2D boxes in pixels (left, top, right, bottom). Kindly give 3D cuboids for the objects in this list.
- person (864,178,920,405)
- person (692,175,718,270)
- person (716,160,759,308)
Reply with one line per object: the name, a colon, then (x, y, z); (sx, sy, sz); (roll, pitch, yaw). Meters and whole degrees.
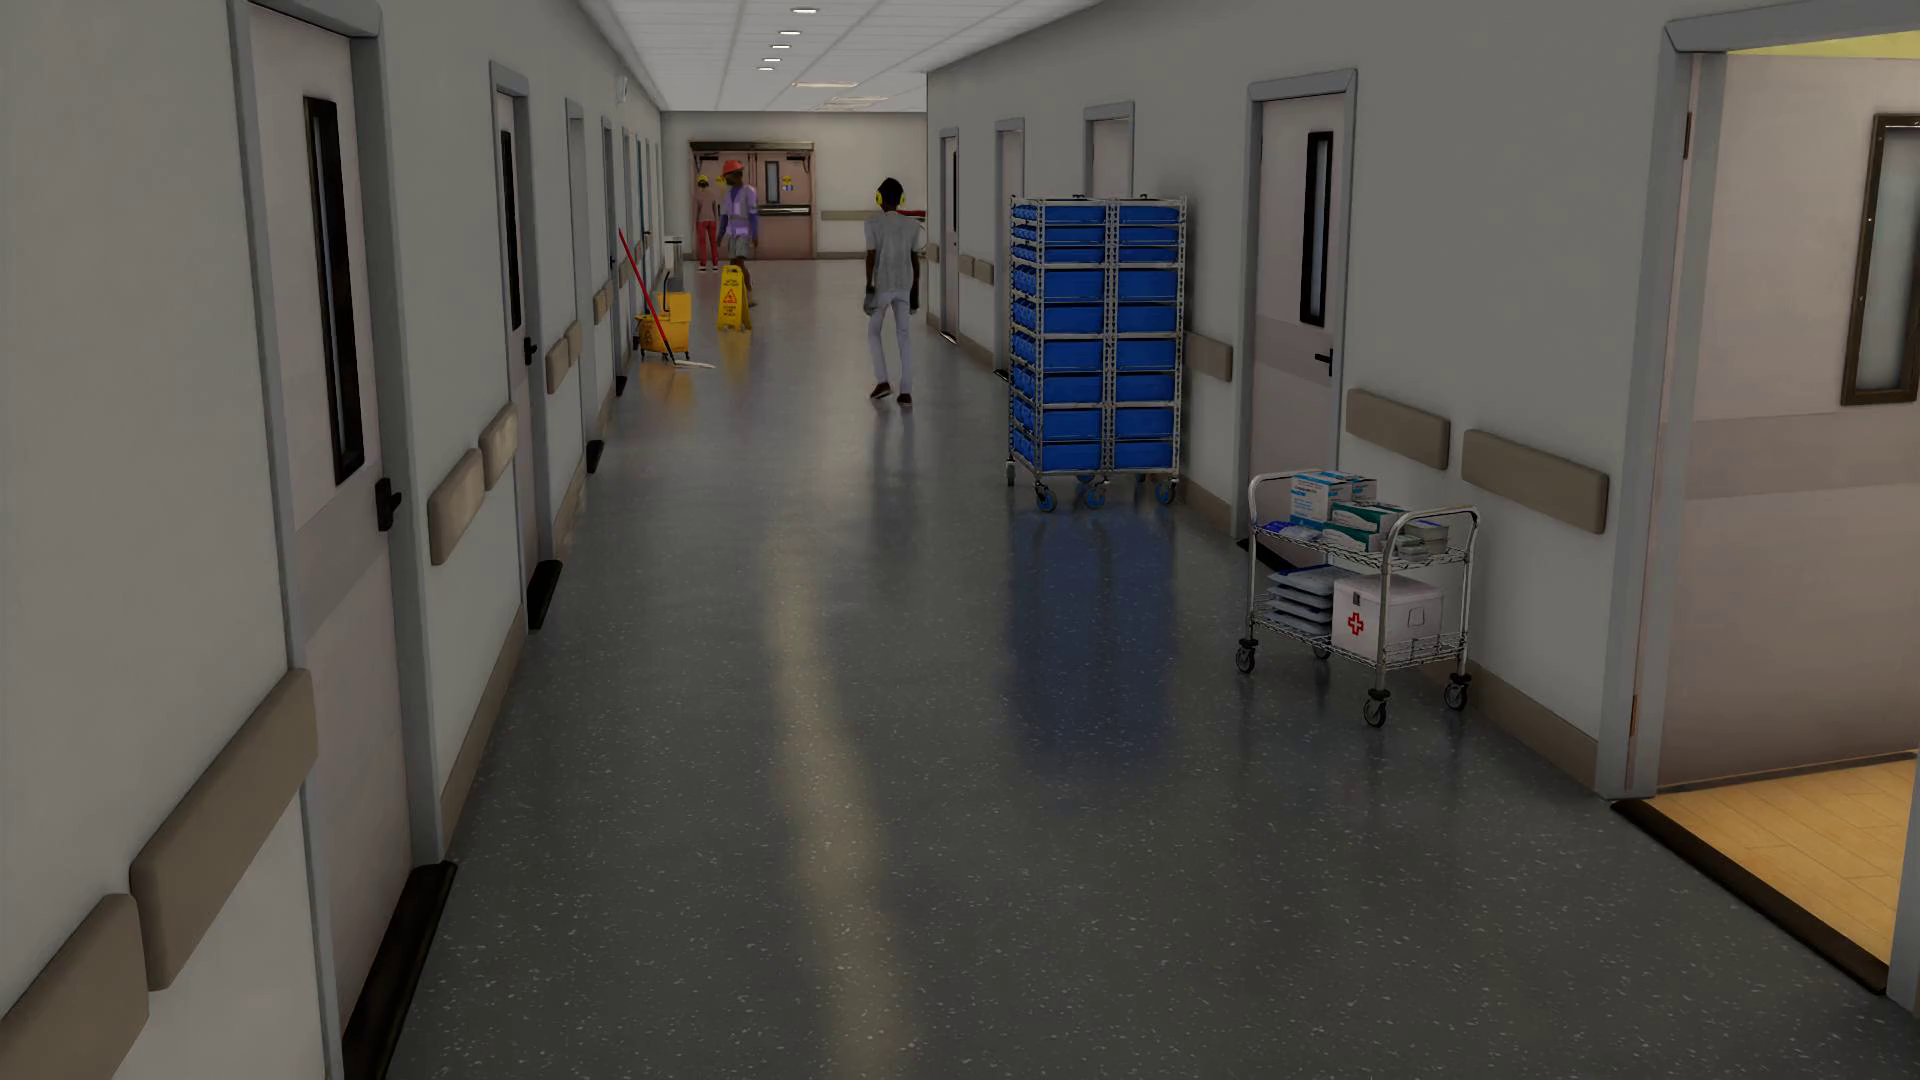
person: (-0.558, -2.036, 13.663); (0.528, 1.831, 0.590); (-6, 14, -24)
person: (-4.761, -5.916, 31.049); (0.523, 1.763, 0.329); (-8, 15, -31)
person: (-3.016, -4.148, 22.696); (0.729, 1.996, 0.486); (11, 16, 39)
